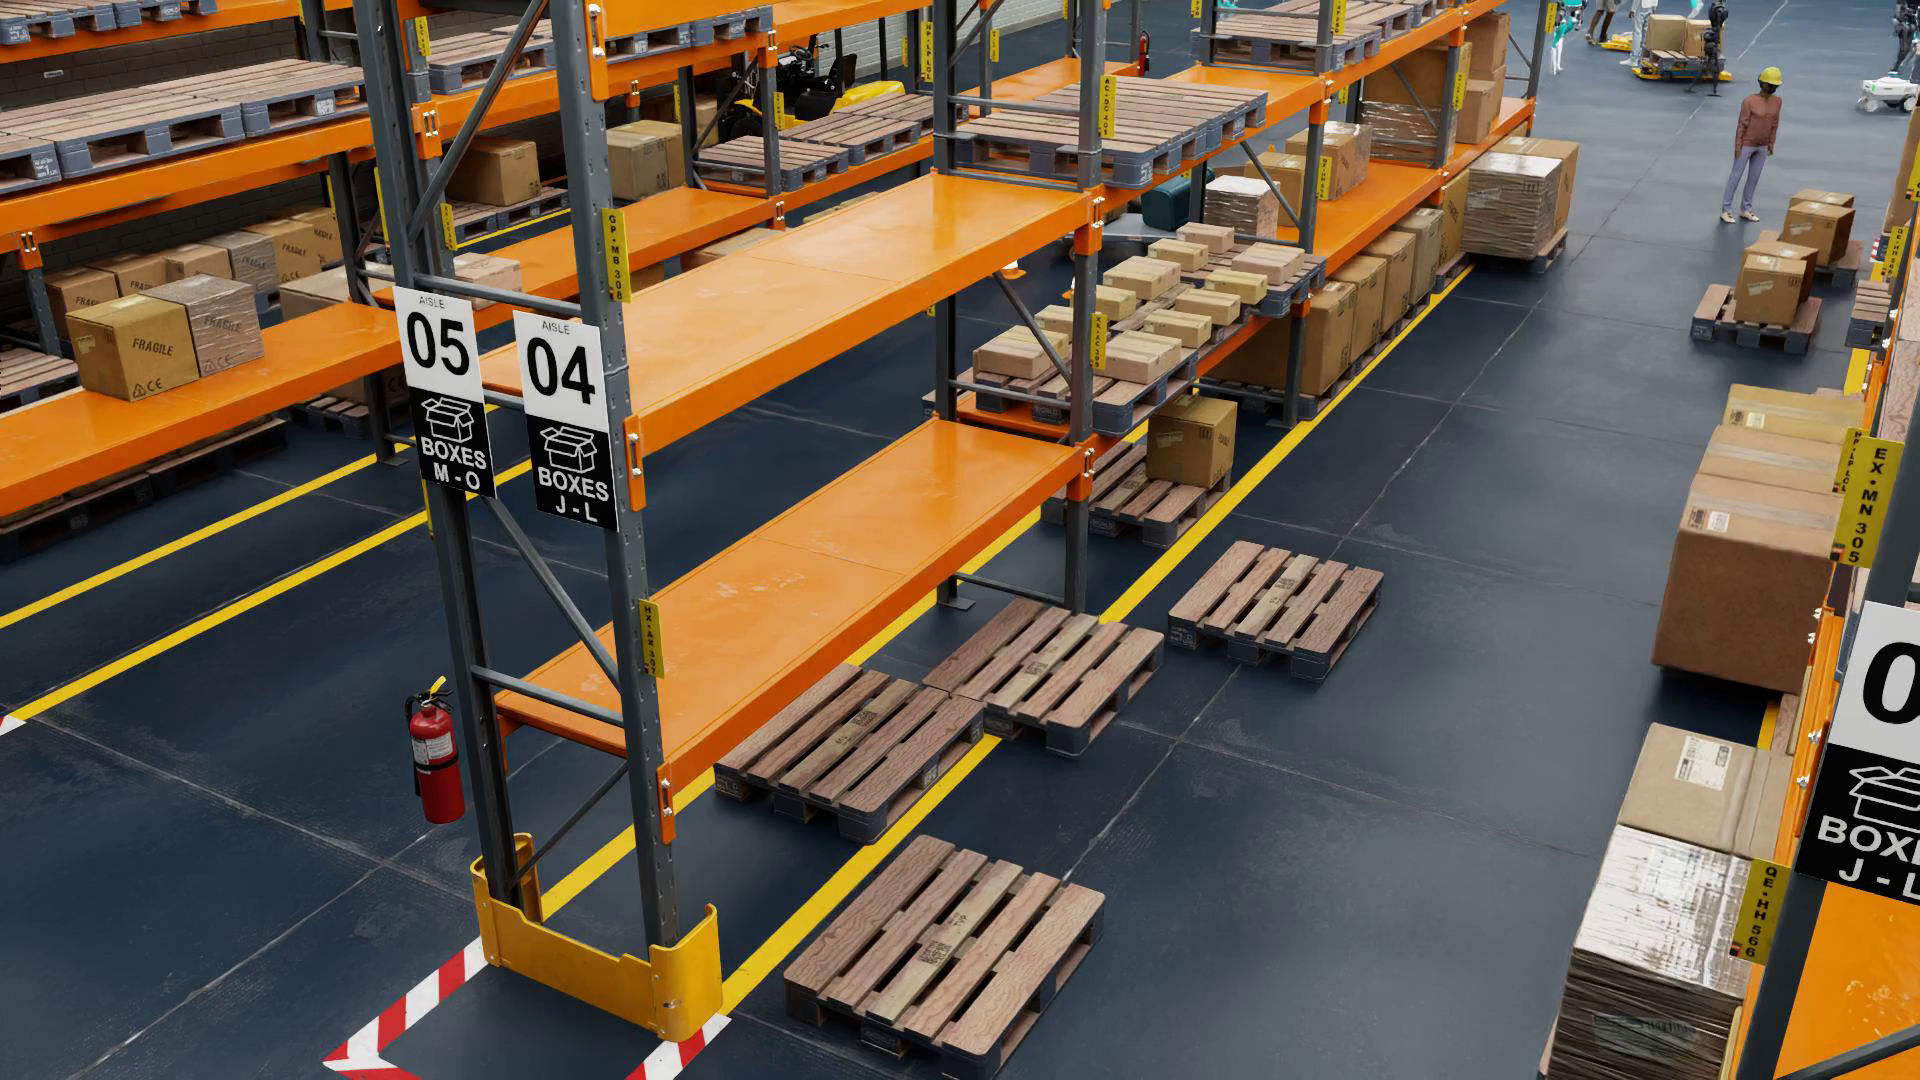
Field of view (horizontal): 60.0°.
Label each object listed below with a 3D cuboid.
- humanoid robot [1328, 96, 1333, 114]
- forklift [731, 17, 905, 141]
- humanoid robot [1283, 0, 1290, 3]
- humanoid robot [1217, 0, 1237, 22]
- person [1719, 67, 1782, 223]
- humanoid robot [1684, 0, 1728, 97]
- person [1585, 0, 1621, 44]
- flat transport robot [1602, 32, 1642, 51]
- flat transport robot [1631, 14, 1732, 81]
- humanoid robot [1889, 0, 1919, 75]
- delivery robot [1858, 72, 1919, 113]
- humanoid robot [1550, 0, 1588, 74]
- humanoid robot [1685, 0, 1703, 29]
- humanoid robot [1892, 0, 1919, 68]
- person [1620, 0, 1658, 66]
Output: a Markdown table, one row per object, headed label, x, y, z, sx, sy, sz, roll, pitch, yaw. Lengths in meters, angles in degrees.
| label | x | y | z | sx | sy | sz | roll | pitch | yaw |
| --- | --- | --- | --- | --- | --- | --- | --- | --- | --- |
| humanoid robot | 5.421 | -7.108 | 24.493 | 0.412 | 1.647 | 0.586 | -13 | 29 | -25 |
| forklift | -1.819 | -5.975 | 21.543 | 2.313 | 2.155 | 1.214 | 14 | 29 | 26 |
| humanoid robot | 6.145 | -10.009 | 30.459 | 0.713 | 1.810 | 0.530 | 18 | 31 | 33 |
| humanoid robot | 4.820 | -10.000 | 30.471 | 0.810 | 1.805 | 0.549 | -19 | 31 | -33 |
| person | 9.072 | -4.498 | 18.974 | 0.522 | 1.758 | 0.346 | -7 | 27 | -14 |
| humanoid robot | 11.730 | -7.764 | 25.887 | 0.599 | 1.655 | 0.609 | 8 | 27 | 16 |
| person | 11.694 | -9.927 | 30.071 | 0.655 | 1.915 | 0.683 | -11 | 28 | -21 |
| flat transport robot | 12.343 | -9.046 | 30.139 | 1.431 | 0.231 | 0.659 | -19 | 31 | -34 |
| flat transport robot | 11.898 | -7.744 | 27.433 | 1.431 | 0.231 | 0.659 | 2 | 26 | 5 |
| humanoid robot | 15.706 | -8.533 | 27.457 | 0.615 | 1.658 | 0.411 | -13 | 29 | -25 |
| delivery robot | 13.973 | -6.710 | 24.972 | 0.805 | 0.609 | 0.499 | 0 | 26 | 0 |
| humanoid robot | 9.993 | -8.591 | 27.595 | 0.540 | 1.849 | 0.782 | -5 | 26 | -10 |
| humanoid robot | 14.006 | -10.573 | 31.651 | 0.675 | 1.813 | 0.545 | 6 | 26 | 13 |
| humanoid robot | 16.020 | -8.739 | 27.898 | 0.539 | 1.881 | 0.686 | -9 | 27 | -17 |
| person | 11.618 | -9.044 | 28.234 | 0.599 | 1.917 | 0.377 | -15 | 29 | -28 |
